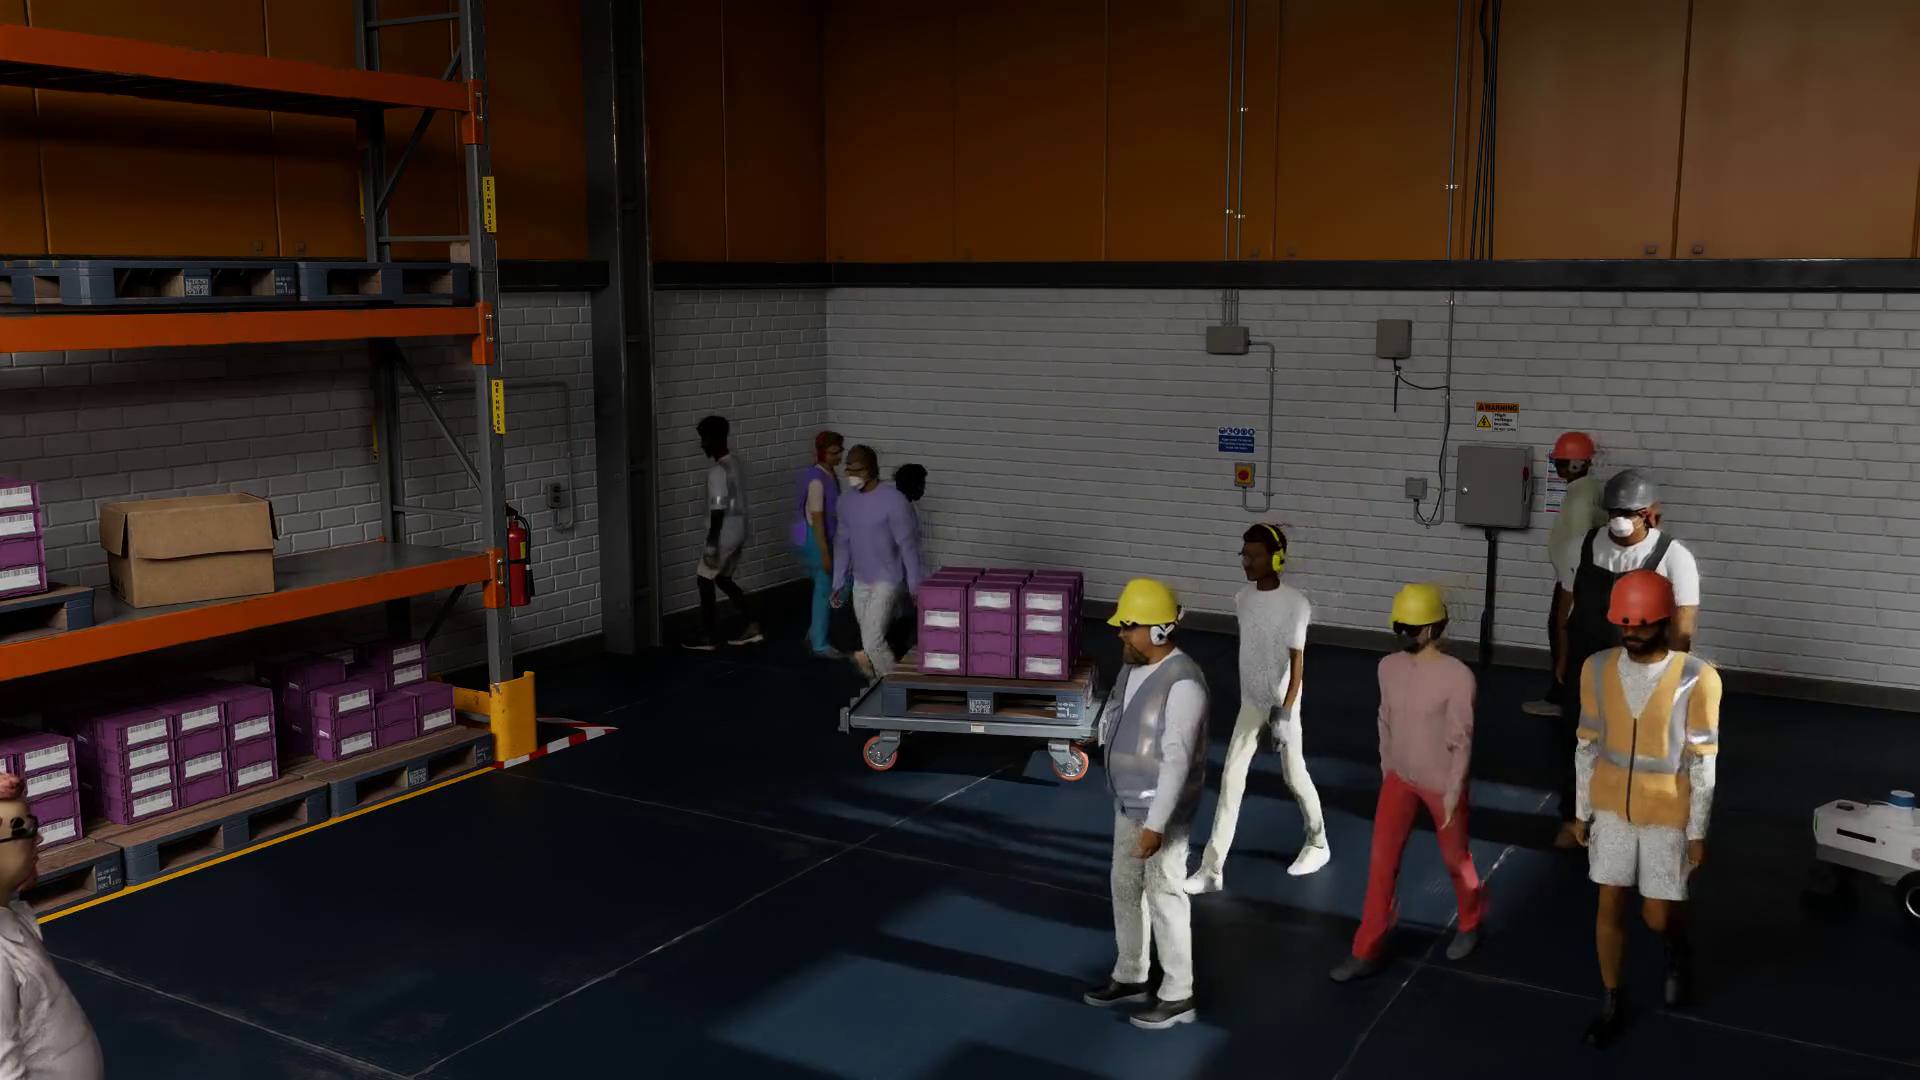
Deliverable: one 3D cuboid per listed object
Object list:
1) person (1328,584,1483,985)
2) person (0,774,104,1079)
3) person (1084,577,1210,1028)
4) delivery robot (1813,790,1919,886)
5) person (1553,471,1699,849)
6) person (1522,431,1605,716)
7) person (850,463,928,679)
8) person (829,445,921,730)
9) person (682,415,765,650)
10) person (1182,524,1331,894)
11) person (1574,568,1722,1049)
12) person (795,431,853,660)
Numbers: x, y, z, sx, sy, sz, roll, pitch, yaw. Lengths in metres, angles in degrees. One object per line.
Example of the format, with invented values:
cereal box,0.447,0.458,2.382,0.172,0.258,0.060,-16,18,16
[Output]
person,2.003,1.033,7.173,0.901,1.722,0.535,-8,12,-40
person,-2.205,1.469,3.871,0.409,1.908,0.639,-7,12,-39
person,0.770,1.053,6.709,0.420,1.824,0.611,-3,10,-19
delivery robot,4.487,1.442,7.953,0.477,0.478,0.707,-7,11,-37
person,3.408,0.634,8.667,0.712,2.000,0.774,7,11,36
person,4.220,0.245,11.286,0.606,1.979,0.639,4,10,21
person,-0.489,0.262,12.116,0.528,1.672,0.588,0,9,-1
person,-0.589,0.311,11.117,0.511,1.910,0.643,-8,12,-41
person,-1.940,-0.047,13.281,0.670,1.919,0.672,2,9,11
person,1.513,0.823,8.194,0.980,1.818,0.512,-8,12,-40
person,2.693,1.038,6.535,0.554,1.916,0.573,8,12,43
person,-1.060,0.049,12.989,0.444,1.821,0.593,1,9,6
